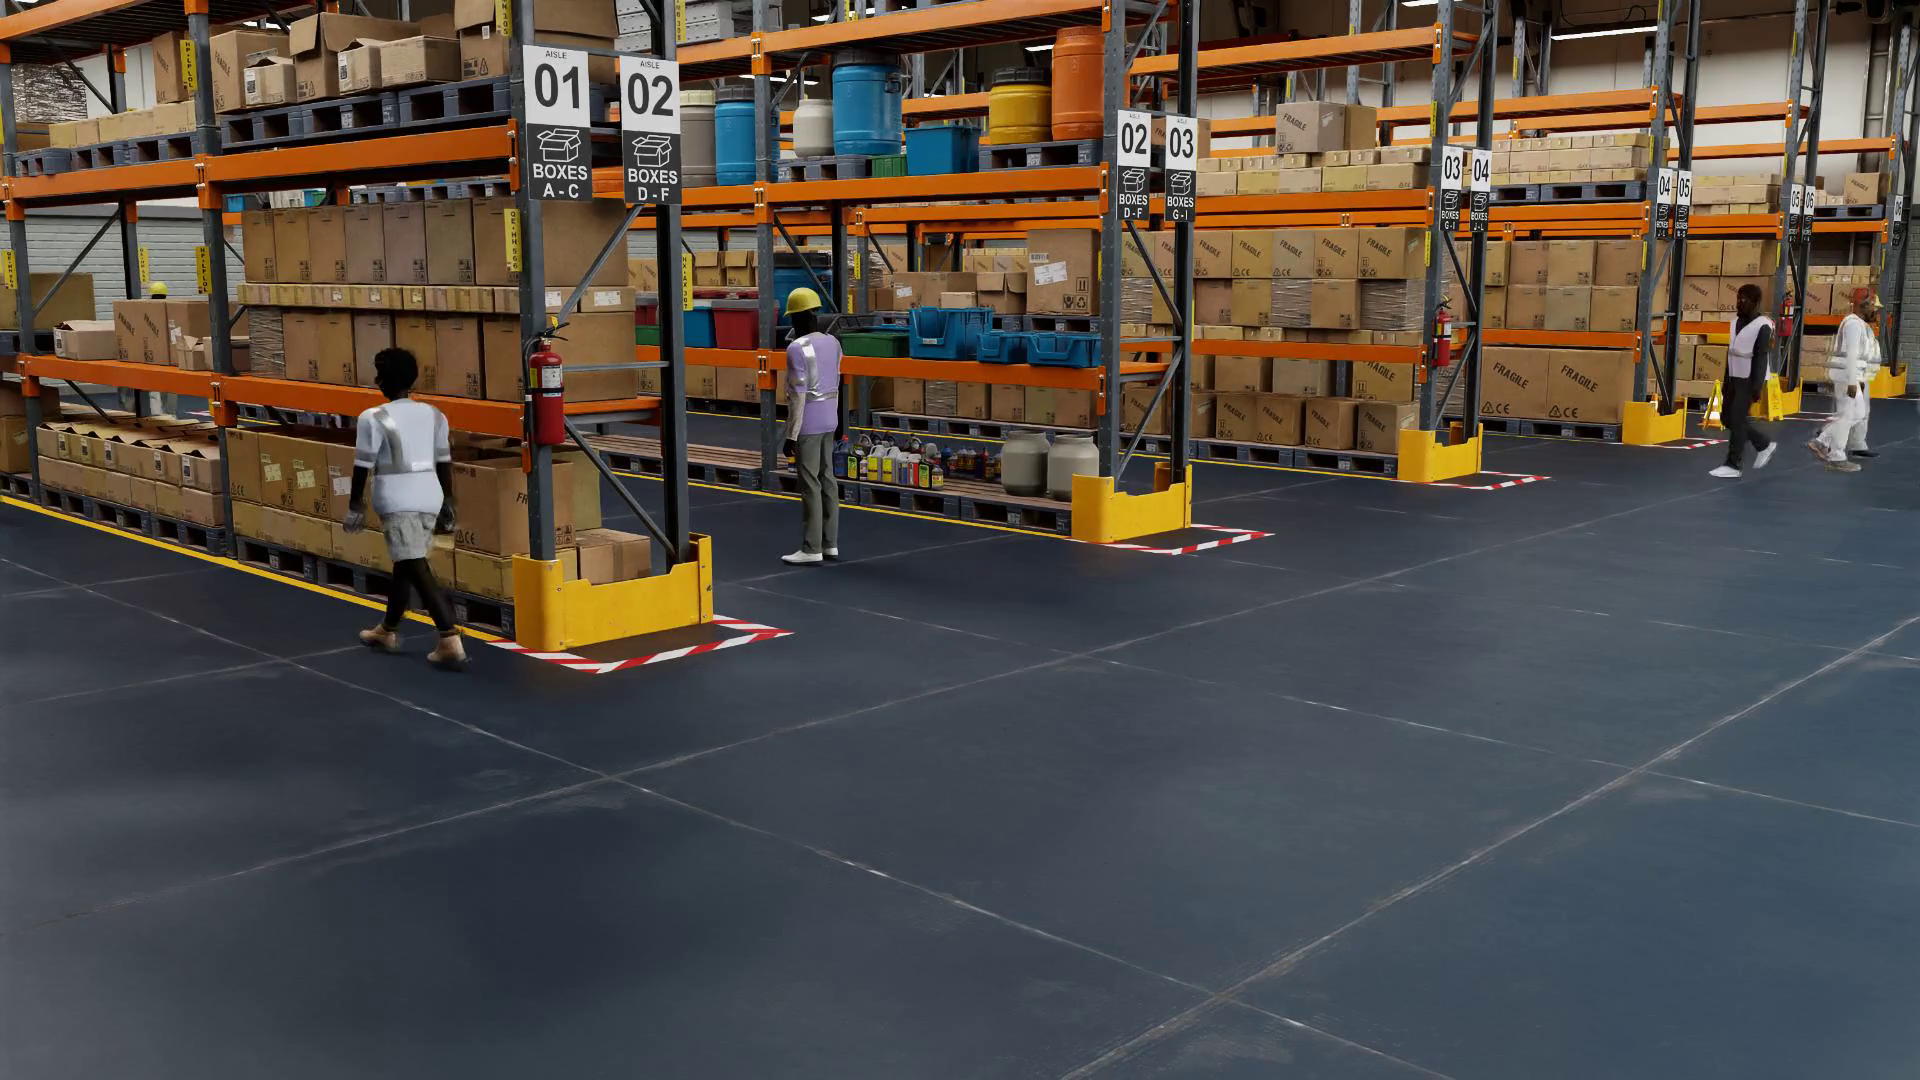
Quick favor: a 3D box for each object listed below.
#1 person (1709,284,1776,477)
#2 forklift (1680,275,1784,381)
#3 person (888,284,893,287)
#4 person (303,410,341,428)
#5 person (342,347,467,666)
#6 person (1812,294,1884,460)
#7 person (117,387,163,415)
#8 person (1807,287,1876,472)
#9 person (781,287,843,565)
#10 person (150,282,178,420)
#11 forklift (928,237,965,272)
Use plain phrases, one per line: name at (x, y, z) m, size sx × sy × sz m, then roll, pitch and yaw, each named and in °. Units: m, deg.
person at (7.799, -1.579, 16.465) m, size 0.642 × 1.903 × 0.617 m, roll -1°, pitch 9°, yaw -4°
forklift at (12.480, -3.427, 27.053) m, size 1.214 × 2.155 × 2.313 m, roll 9°, pitch 13°, yaw 43°
person at (-1.070, -2.855, 24.535) m, size 0.521 × 1.838 × 0.860 m, roll -9°, pitch 13°, yaw -42°
person at (-7.016, -1.767, 18.221) m, size 0.919 × 1.715 × 0.544 m, roll 8°, pitch 12°, yaw 39°
person at (-2.894, -0.174, 8.678) m, size 0.888 × 1.647 × 0.542 m, roll 5°, pitch 11°, yaw 28°
person at (9.630, -1.771, 17.915) m, size 0.591 × 1.819 × 0.606 m, roll 5°, pitch 10°, yaw 27°
person at (-8.256, -1.464, 16.731) m, size 0.868 × 1.581 × 0.526 m, roll 7°, pitch 12°, yaw 37°
person at (9.051, -1.645, 16.985) m, size 0.452 × 1.870 × 0.629 m, roll 5°, pitch 11°, yaw 30°
person at (-1.049, -0.795, 11.619) m, size 0.371 × 1.923 × 0.586 m, roll 4°, pitch 10°, yaw 25°
person at (-10.561, -2.465, 21.991) m, size 0.595 × 1.890 × 0.963 m, roll -4°, pitch 10°, yaw -22°
forklift at (-0.326, -5.817, 39.609) m, size 1.129 × 2.768 × 1.873 m, roll 9°, pitch 13°, yaw 43°
